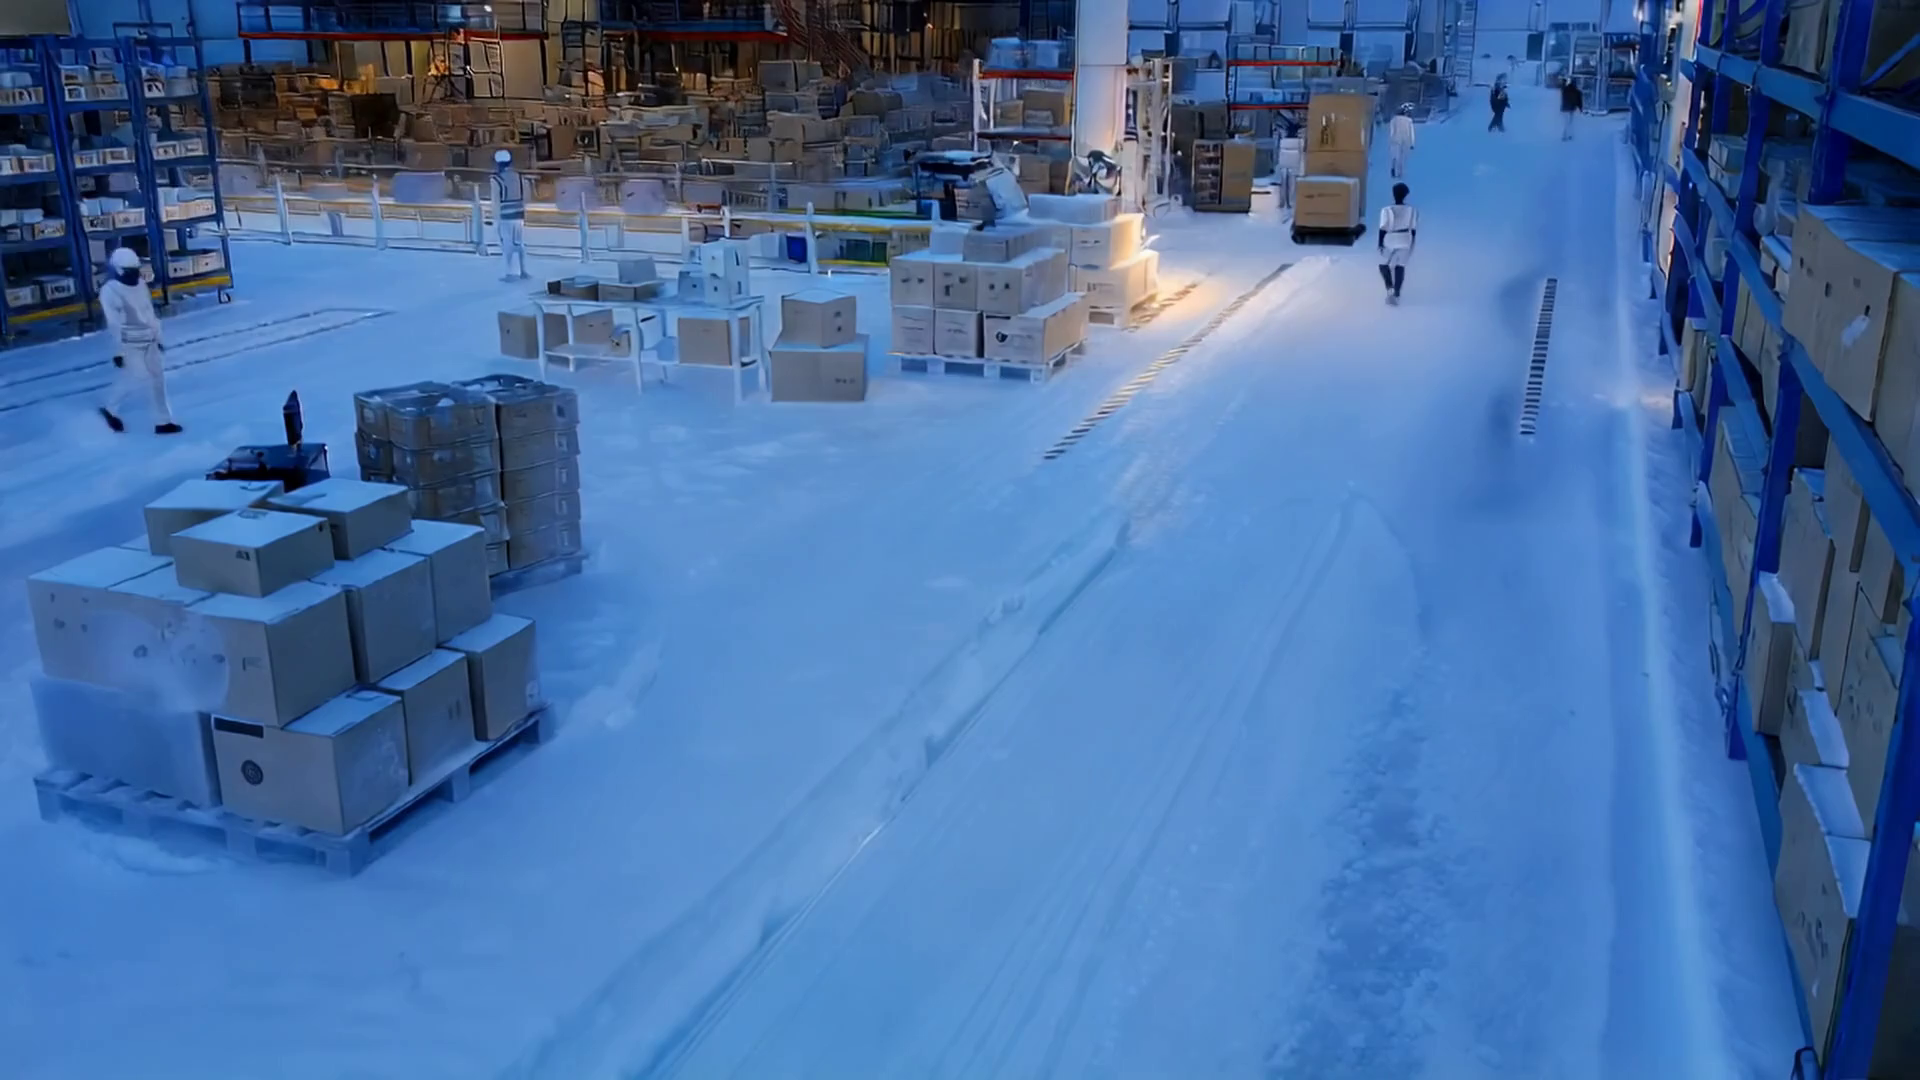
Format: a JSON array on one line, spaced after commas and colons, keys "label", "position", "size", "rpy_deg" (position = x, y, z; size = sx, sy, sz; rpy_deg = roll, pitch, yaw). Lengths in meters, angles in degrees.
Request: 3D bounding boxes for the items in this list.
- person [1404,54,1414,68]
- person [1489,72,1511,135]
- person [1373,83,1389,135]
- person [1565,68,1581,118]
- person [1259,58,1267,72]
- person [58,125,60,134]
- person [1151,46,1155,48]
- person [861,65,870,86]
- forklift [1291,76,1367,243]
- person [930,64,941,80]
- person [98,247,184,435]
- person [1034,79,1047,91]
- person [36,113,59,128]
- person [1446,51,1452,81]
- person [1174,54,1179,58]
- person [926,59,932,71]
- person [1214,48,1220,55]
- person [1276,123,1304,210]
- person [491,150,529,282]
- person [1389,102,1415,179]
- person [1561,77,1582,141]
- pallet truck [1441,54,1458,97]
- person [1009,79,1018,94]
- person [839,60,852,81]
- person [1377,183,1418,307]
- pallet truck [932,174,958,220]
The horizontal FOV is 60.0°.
[{"label": "person", "position": [21.508, -22.277, 79.681], "size": [0.377, 1.940, 0.629], "rpy_deg": [-9, 20, -26]}, {"label": "person", "position": [17.775, -14.305, 54.467], "size": [1.002, 2.000, 0.696], "rpy_deg": [-5, 18, -15]}, {"label": "person", "position": [13.802, -14.078, 54.375], "size": [0.819, 1.655, 0.539], "rpy_deg": [8, 19, 23]}, {"label": "person", "position": [23.187, -16.865, 62.783], "size": [0.586, 1.869, 0.529], "rpy_deg": [-8, 19, -23]}, {"label": "person", "position": [16.208, -25.199, 89.019], "size": [0.430, 1.845, 0.619], "rpy_deg": [8, 19, 23]}, {"label": "person", "position": [-27.242, -12.799, 50.014], "size": [0.668, 1.869, 0.822], "rpy_deg": [0, 18, 1]}, {"label": "person", "position": [11.150, -27.383, 95.699], "size": [0.980, 1.947, 0.652], "rpy_deg": [10, 20, 28]}, {"label": "person", "position": [-3.976, -18.780, 68.987], "size": [0.594, 1.747, 0.546], "rpy_deg": [7, 19, 22]}, {"label": "forklift", "position": [6.598, -6.755, 29.381], "size": [1.129, 2.768, 1.873], "rpy_deg": [6, 19, 19]}, {"label": "person", "position": [-1.034, -17.527, 64.750], "size": [0.619, 1.938, 0.727], "rpy_deg": [-7, 19, -21]}, {"label": "person", "position": [-7.843, -1.870, 15.764], "size": [0.642, 1.807, 0.608], "rpy_deg": [4, 18, 11]}, {"label": "person", "position": [3.289, -18.398, 67.496], "size": [0.551, 1.934, 0.373], "rpy_deg": [8, 19, 23]}, {"label": "person", "position": [-25.210, -11.626, 46.064], "size": [0.642, 2.028, 0.424], "rpy_deg": [-9, 20, -26]}, {"label": "person", "position": [25.207, -24.149, 85.594], "size": [0.554, 1.924, 0.681], "rpy_deg": [-15, 23, -39]}, {"label": "person", "position": [10.989, -23.814, 84.668], "size": [0.429, 1.841, 0.633], "rpy_deg": [-11, 21, -31]}, {"label": "person", "position": [-1.362, -20.606, 74.582], "size": [0.331, 1.844, 0.519], "rpy_deg": [13, 22, 36]}, {"label": "person", "position": [14.481, -26.964, 94.430], "size": [0.589, 1.924, 0.384], "rpy_deg": [8, 19, 24]}, {"label": "person", "position": [6.707, -7.599, 33.874], "size": [0.542, 1.752, 0.451], "rpy_deg": [7, 19, 20]}, {"label": "person", "position": [-6.761, -4.851, 24.937], "size": [0.416, 1.939, 0.601], "rpy_deg": [10, 20, 30]}, {"label": "person", "position": [10.702, -9.672, 40.296], "size": [0.615, 1.806, 0.722], "rpy_deg": [5, 18, 14]}, {"label": "person", "position": [19.000, -13.401, 51.754], "size": [0.619, 1.967, 0.836], "rpy_deg": [16, 24, 42]}, {"label": "pallet truck", "position": [22.765, -21.886, 78.355], "size": [0.823, 1.965, 1.885], "rpy_deg": [-4, 18, -14]}, {"label": "person", "position": [2.090, -17.278, 64.131], "size": [0.876, 1.843, 0.514], "rpy_deg": [14, 22, 37]}, {"label": "person", "position": [-5.819, -23.827, 84.716], "size": [0.603, 1.829, 0.996], "rpy_deg": [2, 18, 6]}, {"label": "person", "position": [5.975, -4.010, 22.688], "size": [0.540, 1.682, 0.418], "rpy_deg": [-1, 18, -4]}, {"label": "pallet truck", "position": [-0.507, -5.292, 27.348], "size": [0.653, 1.274, 1.630], "rpy_deg": [6, 19, 19]}]
